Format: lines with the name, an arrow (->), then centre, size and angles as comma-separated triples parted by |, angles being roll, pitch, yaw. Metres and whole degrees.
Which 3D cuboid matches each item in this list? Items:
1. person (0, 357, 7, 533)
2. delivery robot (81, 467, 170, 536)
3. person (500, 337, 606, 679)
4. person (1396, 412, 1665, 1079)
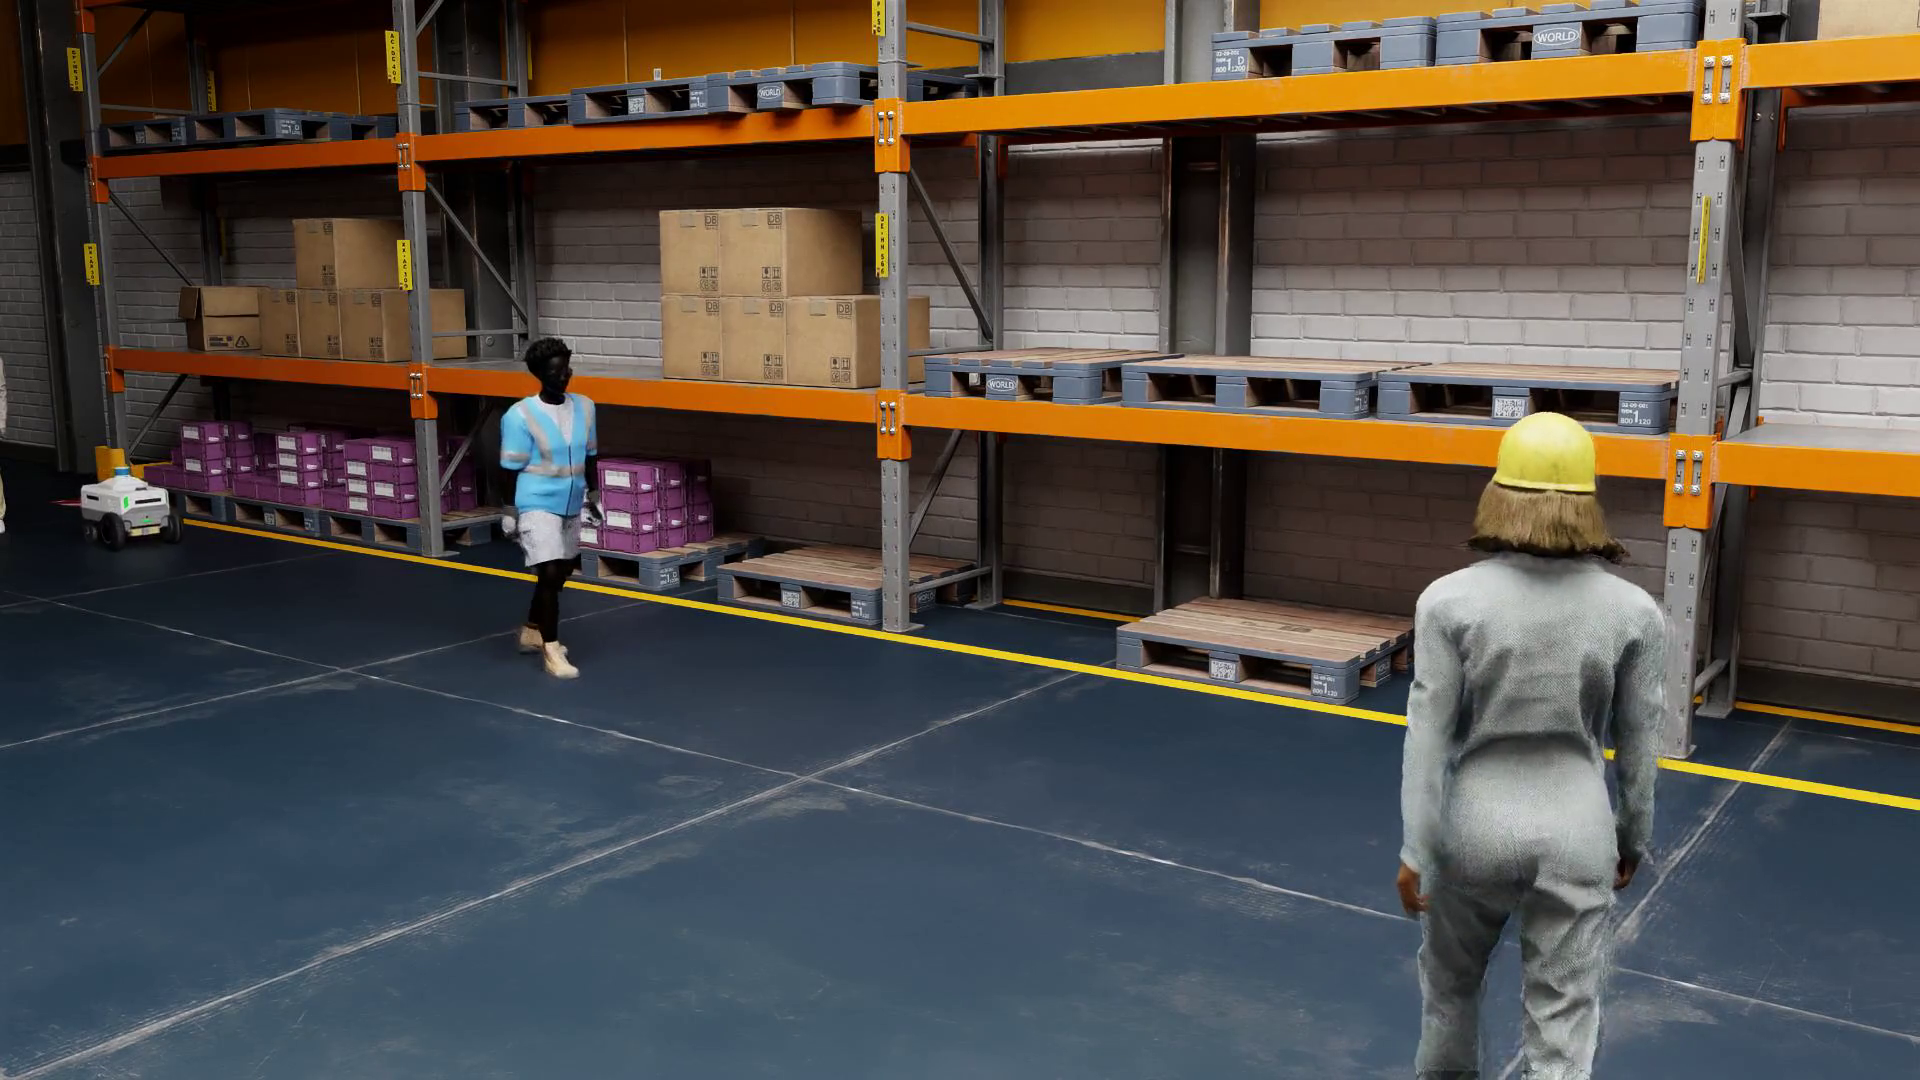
person -> -7.320, -0.849, 12.308 | 0.497, 1.633, 0.283 | -3, 10, -15
delivery robot -> -5.946, -0.279, 11.837 | 0.707, 0.478, 0.477 | 7, 12, 38
person -> -2.072, -0.172, 8.195 | 0.617, 1.663, 0.548 | 7, 12, 34
person -> 1.154, 0.593, 3.447 | 0.515, 1.712, 0.756 | 1, 10, 7
